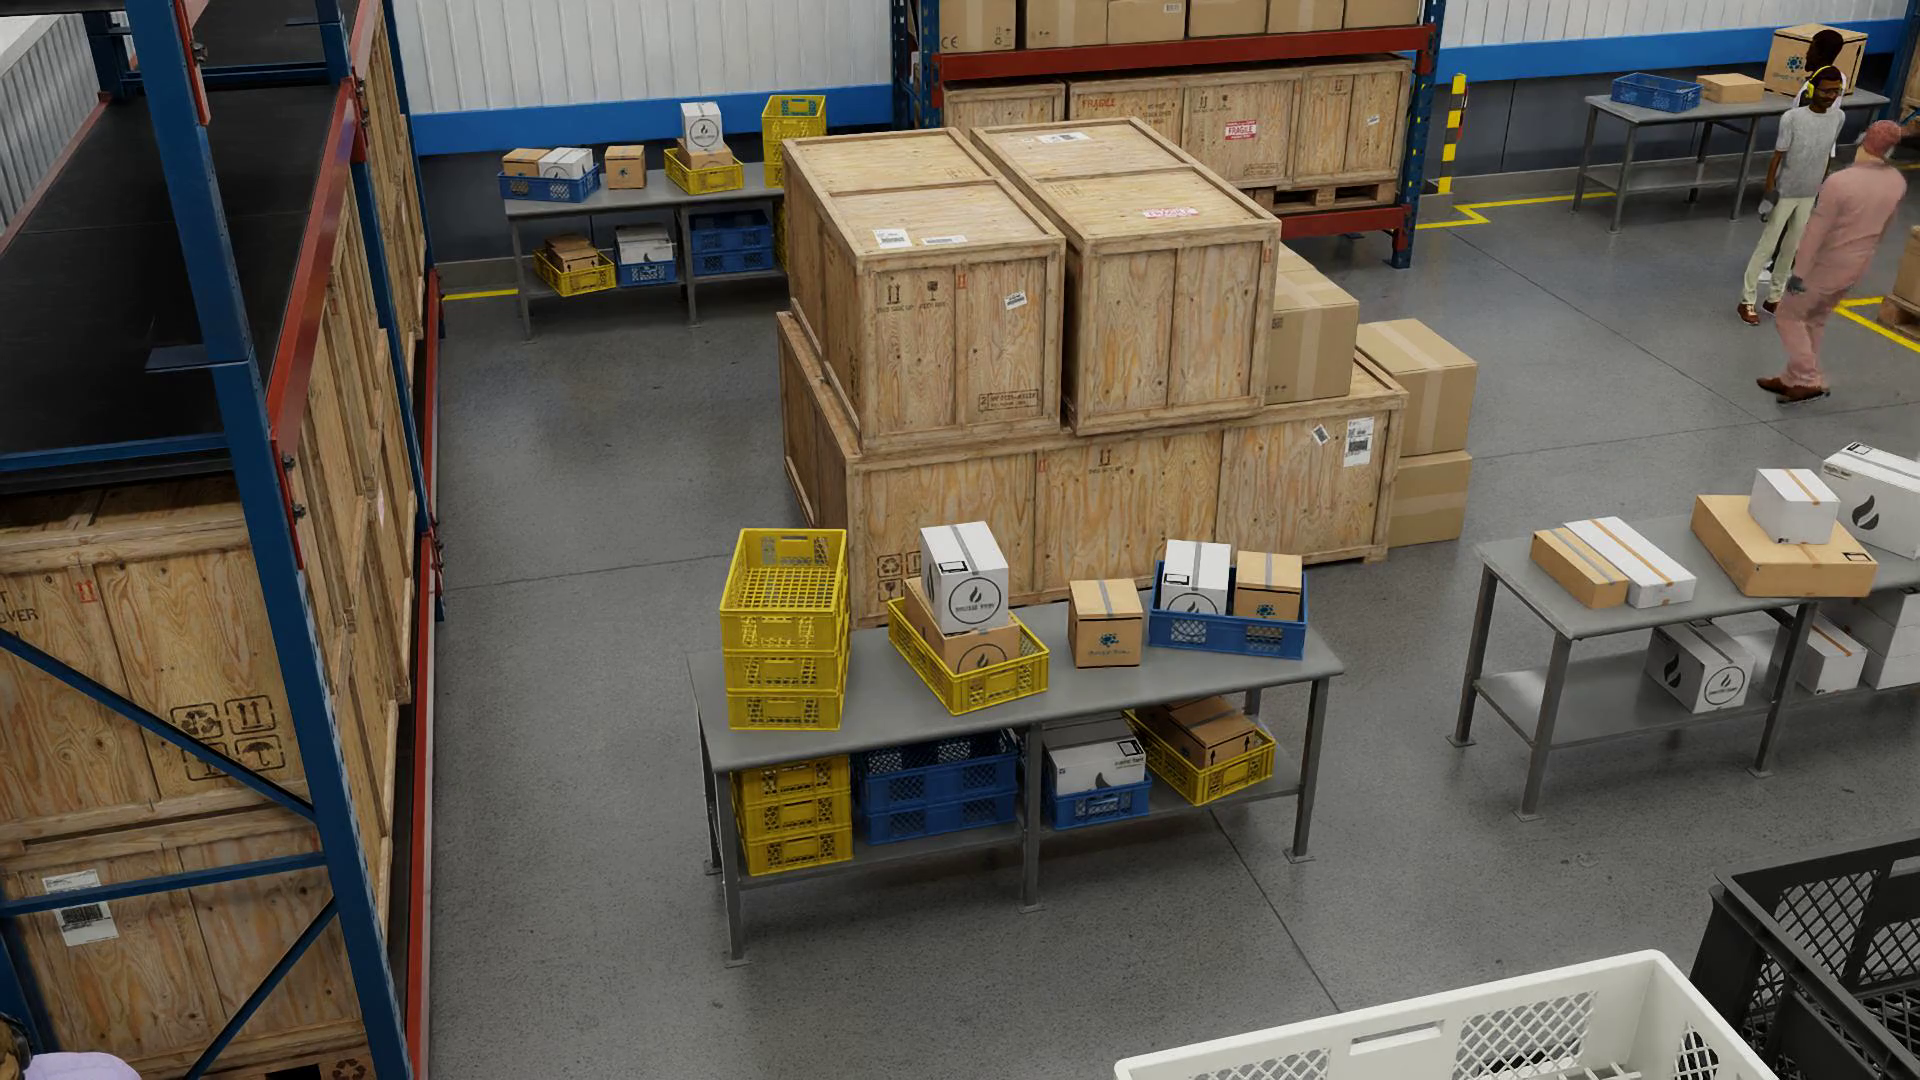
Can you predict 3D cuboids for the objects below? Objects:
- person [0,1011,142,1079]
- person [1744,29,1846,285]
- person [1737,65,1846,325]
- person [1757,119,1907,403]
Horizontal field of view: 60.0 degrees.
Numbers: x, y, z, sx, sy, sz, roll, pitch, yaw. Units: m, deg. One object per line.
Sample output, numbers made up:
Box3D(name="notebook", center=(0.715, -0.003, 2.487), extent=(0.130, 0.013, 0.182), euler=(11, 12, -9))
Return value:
Box3D(name="person", center=(-2.178, 1.847, 4.031), extent=(0.625, 1.933, 0.374), euler=(-21, 35, -33))
Box3D(name="person", center=(6.410, -2.893, 12.644), extent=(0.392, 1.920, 0.589), euler=(23, 36, 35))
Box3D(name="person", center=(5.992, -2.465, 11.919), extent=(0.530, 1.869, 0.311), euler=(-6, 29, -10))
Box3D(name="person", center=(5.551, -1.760, 10.639), extent=(0.670, 1.866, 0.484), euler=(-13, 31, -22))
